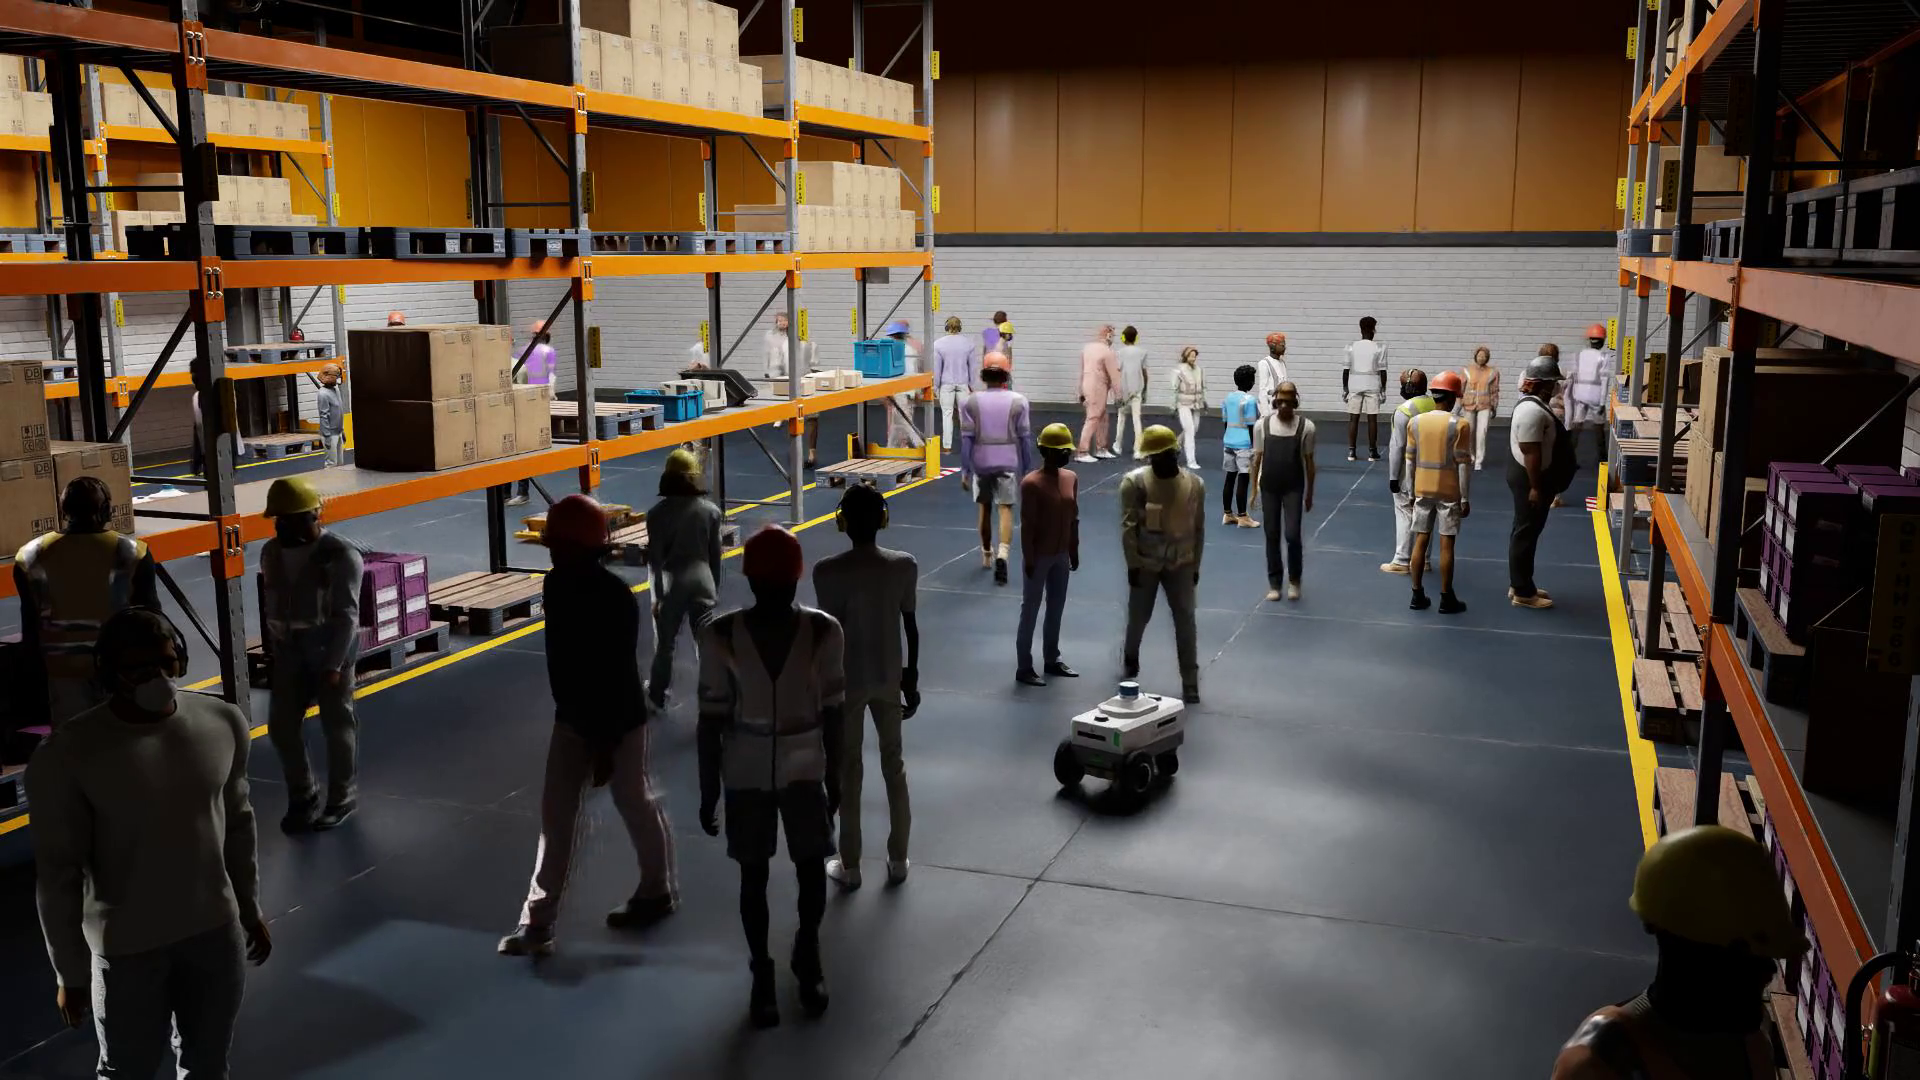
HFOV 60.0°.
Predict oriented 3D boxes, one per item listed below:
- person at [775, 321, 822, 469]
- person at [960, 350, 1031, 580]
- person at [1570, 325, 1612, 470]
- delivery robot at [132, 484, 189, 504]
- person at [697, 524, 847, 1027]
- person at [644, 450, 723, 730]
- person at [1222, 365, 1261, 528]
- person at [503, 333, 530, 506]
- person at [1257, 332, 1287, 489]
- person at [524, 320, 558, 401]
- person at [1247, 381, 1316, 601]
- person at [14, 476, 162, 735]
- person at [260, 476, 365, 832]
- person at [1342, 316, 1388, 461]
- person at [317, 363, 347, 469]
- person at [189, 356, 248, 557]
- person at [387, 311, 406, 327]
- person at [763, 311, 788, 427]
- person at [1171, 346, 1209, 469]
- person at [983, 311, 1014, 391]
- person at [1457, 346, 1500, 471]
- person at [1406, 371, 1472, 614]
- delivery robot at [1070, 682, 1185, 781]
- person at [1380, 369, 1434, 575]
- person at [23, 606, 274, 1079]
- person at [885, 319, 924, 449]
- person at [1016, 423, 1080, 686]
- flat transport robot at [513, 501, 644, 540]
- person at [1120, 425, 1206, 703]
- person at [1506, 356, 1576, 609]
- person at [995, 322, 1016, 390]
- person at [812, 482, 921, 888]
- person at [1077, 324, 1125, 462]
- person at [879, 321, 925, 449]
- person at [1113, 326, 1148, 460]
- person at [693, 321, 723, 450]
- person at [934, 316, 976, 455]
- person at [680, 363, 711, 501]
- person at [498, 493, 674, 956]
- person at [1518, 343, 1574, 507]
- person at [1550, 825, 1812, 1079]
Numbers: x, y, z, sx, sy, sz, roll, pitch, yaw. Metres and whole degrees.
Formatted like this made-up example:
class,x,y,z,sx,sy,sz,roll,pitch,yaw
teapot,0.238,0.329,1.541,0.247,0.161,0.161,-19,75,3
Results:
class,x,y,z,sx,sy,sz,roll,pitch,yaw
person,-2.067,-1.923,21.776,0.702,1.994,0.606,2,10,12
person,0.311,-0.664,14.671,0.619,2.015,0.949,0,10,1
person,8.253,-1.855,21.695,0.979,1.882,0.555,-10,14,-43
delivery robot,-7.875,-0.326,16.577,0.707,0.478,0.477,-3,11,-18
person,-0.694,0.882,6.195,0.560,1.923,0.416,-2,10,-9
person,-1.691,0.296,10.135,0.495,1.683,0.908,-5,11,-26
person,2.917,-0.970,17.260,0.321,1.693,0.530,-5,11,-24
person,-5.103,-1.380,18.720,0.614,1.993,0.395,7,12,33
person,3.759,-1.541,19.942,0.355,1.884,0.575,7,12,33
person,-5.663,-2.054,22.791,0.570,1.886,0.969,5,11,25
person,2.631,-0.388,13.625,0.508,1.828,0.449,4,11,21
person,-4.133,0.608,7.984,0.626,1.836,0.429,-2,10,-13
person,-3.218,0.577,8.237,0.585,1.805,0.486,2,10,12
person,5.491,-2.047,22.580,0.609,1.956,0.368,4,11,24
person,-6.987,-1.162,18.540,0.284,1.623,0.509,0,10,-1
person,-6.938,-0.771,15.546,0.616,1.907,0.409,8,13,38
person,-7.911,-2.235,23.532,0.608,1.996,0.375,-3,10,-16
person,-2.853,-2.774,26.894,0.669,1.879,0.634,1,10,5
person,2.977,-1.767,21.974,0.516,1.611,0.718,-7,12,-33
person,0.684,-2.928,27.964,0.579,1.811,0.883,4,11,21
person,6.808,-1.745,21.837,0.519,1.616,0.662,4,11,24
person,3.828,-0.379,13.276,0.543,1.928,0.374,9,14,42
delivery robot,0.916,1.014,9.028,0.477,0.478,0.707,8,13,39
person,4.032,-0.605,14.826,0.624,1.837,0.429,-8,13,-36
person,-2.265,1.132,4.729,0.355,1.938,0.637,7,12,35
person,-0.814,-2.205,23.715,0.659,1.874,0.875,0,10,0
person,0.612,0.093,11.103,0.522,1.758,0.350,-10,14,-44
flat transport robot,-3.855,-0.195,16.902,0.652,0.197,1.431,3,11,19
person,1.333,0.116,10.911,0.582,1.773,0.816,-1,10,-3
person,4.714,-0.480,13.520,0.536,2.000,0.673,3,10,16
person,0.663,-2.475,25.593,0.500,1.746,0.555,0,10,0
person,-0.427,0.660,7.606,0.507,1.865,0.329,-3,11,-18
person,1.911,-1.976,22.461,0.800,1.858,0.675,-4,11,-20
person,-0.750,-1.995,22.452,0.952,1.909,0.628,7,12,35
person,2.352,-2.032,22.905,0.531,1.808,1.029,-1,10,-7
person,-3.554,-2.192,23.675,0.420,1.856,0.564,9,14,42
person,-0.092,-2.157,23.254,0.629,1.939,0.374,-2,10,-12
person,-2.928,-1.146,18.427,0.517,1.634,0.311,8,13,37
person,-1.547,0.754,6.854,0.638,1.935,0.949,8,13,36
person,6.562,-1.285,18.653,0.628,1.838,0.429,8,13,38
person,1.280,1.441,3.020,0.587,1.929,0.360,-8,13,-39
